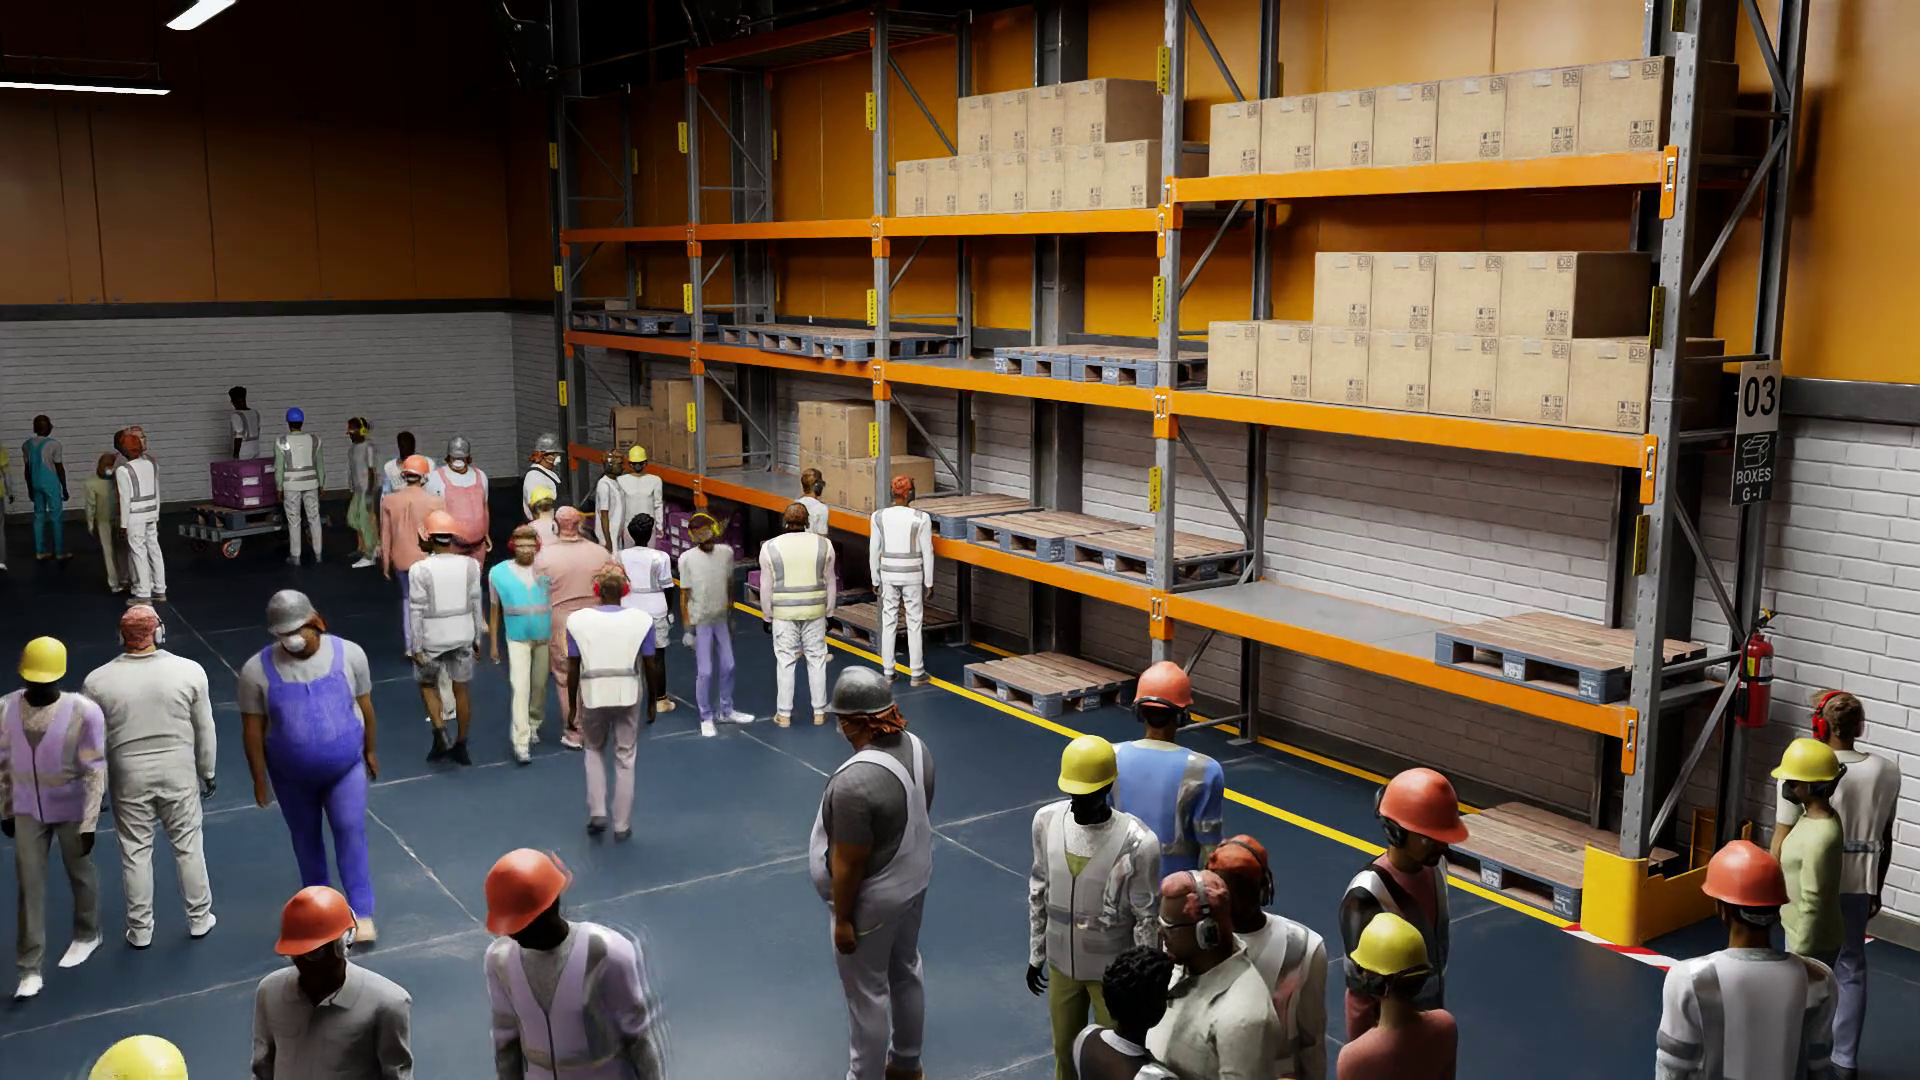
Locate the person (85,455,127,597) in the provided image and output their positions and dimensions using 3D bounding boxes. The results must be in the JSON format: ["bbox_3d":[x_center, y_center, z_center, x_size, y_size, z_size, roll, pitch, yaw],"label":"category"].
[{"bbox_3d":[-9.525,-0.167,18.725,0.503,1.583,0.846,-8,12,-38],"label":"person"}]

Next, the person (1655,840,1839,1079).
[{"bbox_3d":[2.528,1.926,5.441,0.545,1.930,0.386,1,10,4],"label":"person"}]

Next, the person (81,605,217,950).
[{"bbox_3d":[-4.458,1.299,9.196,0.651,1.904,0.401,-5,11,-27],"label":"person"}]

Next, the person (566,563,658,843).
[{"bbox_3d":[-2.256,1.054,10.835,0.575,1.827,0.506,-2,10,-10],"label":"person"}]

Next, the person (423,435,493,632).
[{"bbox_3d":[-4.990,-0.048,16.700,0.673,2.000,0.536,-9,13,-41],"label":"person"}]

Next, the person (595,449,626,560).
[{"bbox_3d":[-3.585,-0.026,17.184,0.347,1.840,0.500,0,10,0],"label":"person"}]

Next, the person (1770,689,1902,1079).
[{"bbox_3d":[3.987,1.599,7.623,0.561,1.838,0.392,-1,10,-4],"label":"person"}]

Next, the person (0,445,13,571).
[{"bbox_3d":[-11.842,-0.557,20.214,0.625,1.869,0.994,-8,12,-39],"label":"person"}]

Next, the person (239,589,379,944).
[{"bbox_3d":[-3.576,1.232,9.189,0.704,2.000,0.935,-4,11,-23],"label":"person"}]

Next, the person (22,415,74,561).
[{"bbox_3d":[-11.438,-0.647,20.823,0.509,1.838,0.338,1,10,6],"label":"person"}]

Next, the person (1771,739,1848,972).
[{"bbox_3d":[3.634,1.715,7.184,0.340,1.761,0.527,5,11,27],"label":"person"}]

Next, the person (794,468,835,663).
[{"bbox_3d":[-1.390,0.244,15.595,0.507,1.838,0.345,9,14,44],"label":"person"}]

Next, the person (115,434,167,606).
[{"bbox_3d":[-8.964,-0.220,18.172,0.349,1.881,0.577,3,10,15],"label":"person"}]

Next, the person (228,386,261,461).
[{"bbox_3d":[-10.268,-1.233,23.893,0.374,1.959,0.603,1,10,7],"label":"person"}]

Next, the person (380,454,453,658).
[{"bbox_3d":[-5.037,0.187,15.508,0.649,1.971,0.587,0,10,3],"label":"person"}]

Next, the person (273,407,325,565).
[{"bbox_3d":[-8.181,-0.667,20.606,0.616,1.946,0.392,-8,13,-41],"label":"person"}]

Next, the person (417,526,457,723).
[{"bbox_3d":[-4.277,0.675,13.664,0.313,1.634,0.514,-3,10,-18],"label":"person"}]

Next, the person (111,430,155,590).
[{"bbox_3d":[-9.525,-0.347,19.082,0.430,1.836,0.619,9,13,42],"label":"person"}]

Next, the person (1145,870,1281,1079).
[{"bbox_3d":[0.757,1.967,5.312,0.402,1.896,0.652,-2,10,-12],"label":"person"}]

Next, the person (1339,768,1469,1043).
[{"bbox_3d":[1.596,1.788,5.976,0.410,2.028,0.618,8,13,41],"label":"person"}]

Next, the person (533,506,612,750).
[{"bbox_3d":[-3.053,0.671,12.947,0.648,1.889,0.583,-6,12,-33],"label":"person"}]

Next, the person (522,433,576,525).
[{"bbox_3d":[-4.170,-0.090,16.944,0.535,2.000,0.681,-1,10,-7],"label":"person"}]

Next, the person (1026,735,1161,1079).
[{"bbox_3d":[0.524,1.710,6.746,0.585,1.918,0.393,7,12,35],"label":"person"}]

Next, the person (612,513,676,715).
[{"bbox_3d":[-2.617,0.617,13.806,0.535,1.697,0.318,1,10,9],"label":"person"}]

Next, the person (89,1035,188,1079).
[{"bbox_3d":[-2.009,2.178,4.049,0.637,1.900,0.597,6,11,32],"label":"person"}]

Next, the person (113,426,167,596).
[{"bbox_3d":[-9.228,-0.329,18.728,0.409,1.913,0.645,-2,10,-9],"label":"person"}]

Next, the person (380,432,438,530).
[{"bbox_3d":[-6.101,-0.254,18.415,0.631,1.864,1.000,0,10,-1],"label":"person"}]

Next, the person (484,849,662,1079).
[{"bbox_3d":[-1.308,1.921,5.589,0.607,1.887,0.508,3,10,17],"label":"person"}]

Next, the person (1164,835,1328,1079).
[{"bbox_3d":[0.954,1.910,5.697,0.588,1.878,0.371,4,11,24],"label":"person"}]

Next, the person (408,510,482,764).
[{"bbox_3d":[-3.848,0.737,12.456,0.561,1.922,0.414,-7,12,-34],"label":"person"}]

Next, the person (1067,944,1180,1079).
[{"bbox_3d":[0.521,2.087,5.199,0.320,1.694,0.533,-5,11,-27],"label":"person"}]

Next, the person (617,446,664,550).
[{"bbox_3d":[-3.486,-0.150,18.100,0.523,1.769,0.324,-3,10,-14],"label":"person"}]

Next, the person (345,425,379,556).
[{"bbox_3d":[-7.641,-0.667,21.222,0.354,1.738,0.574,2,10,9],"label":"person"}]

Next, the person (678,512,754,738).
[{"bbox_3d":[-1.962,0.658,13.173,0.614,1.830,0.458,-8,12,-39],"label":"person"}]

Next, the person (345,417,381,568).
[{"bbox_3d":[-7.331,-0.591,20.416,0.420,1.858,0.562,-9,13,-44],"label":"person"}]

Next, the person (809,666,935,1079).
[{"bbox_3d":[-0.412,1.536,7.403,0.535,2.000,0.679,5,11,27],"label":"person"}]

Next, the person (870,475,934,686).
[{"bbox_3d":[-0.511,0.360,14.765,0.579,1.882,0.342,3,10,16],"label":"person"}]

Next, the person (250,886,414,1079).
[{"bbox_3d":[-2.103,1.993,5.562,0.563,1.751,0.328,1,10,7],"label":"person"}]

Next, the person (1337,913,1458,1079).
[{"bbox_3d":[1.343,2.038,5.264,0.533,1.767,0.326,-7,12,-36],"label":"person"}]

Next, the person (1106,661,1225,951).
[{"bbox_3d":[0.882,1.543,7.392,0.609,2.035,0.416,4,11,24],"label":"person"}]

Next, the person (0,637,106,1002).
[{"bbox_3d":[-4.725,1.408,8.629,0.611,1.870,0.899,-1,10,-6],"label":"person"}]

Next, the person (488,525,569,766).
[{"bbox_3d":[-3.285,0.768,12.692,0.596,1.794,0.950,-4,10,-23],"label":"person"}]

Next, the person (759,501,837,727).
[{"bbox_3d":[-1.311,0.601,13.477,0.627,1.844,0.429,-2,10,-13],"label":"person"}]
